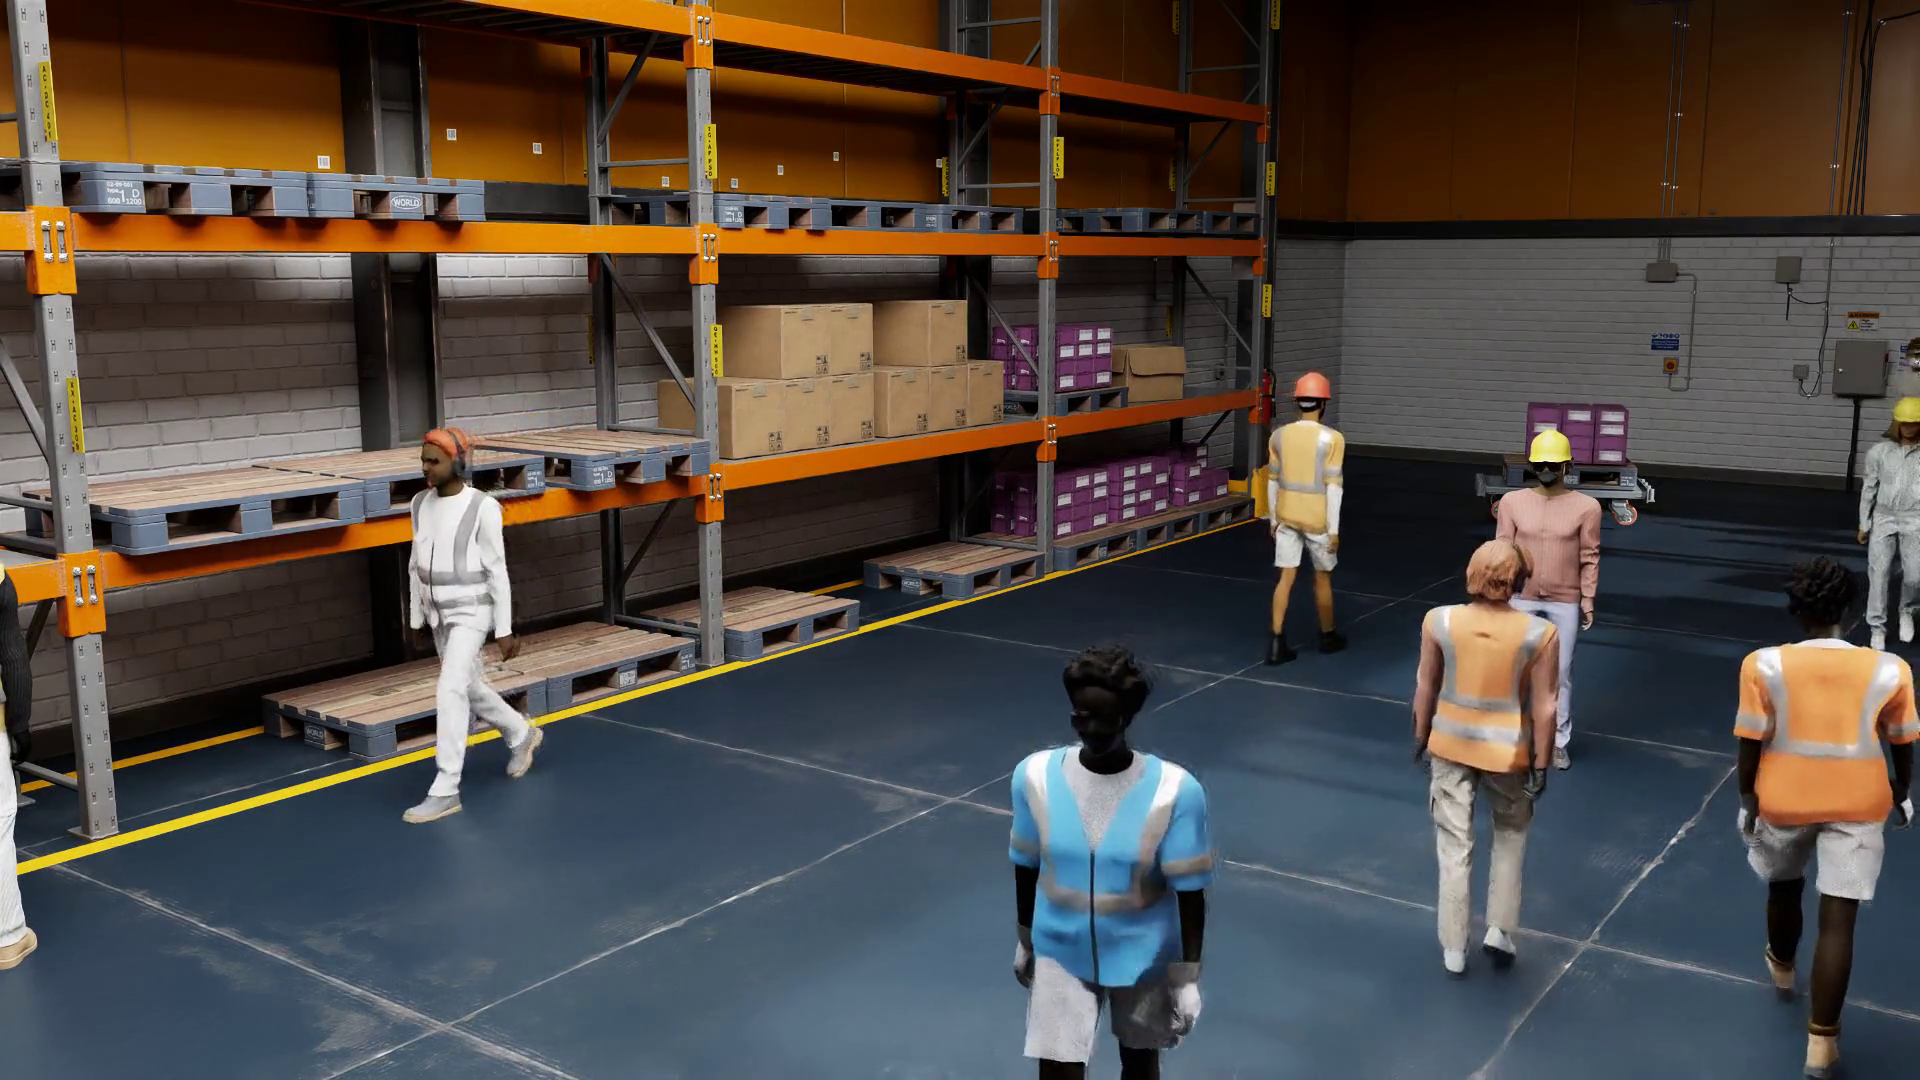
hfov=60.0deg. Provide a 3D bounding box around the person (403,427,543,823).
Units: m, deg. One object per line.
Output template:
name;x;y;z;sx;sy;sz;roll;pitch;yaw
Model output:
person;-2.376;0.364;8.077;0.587;1.854;0.906;6;11;33

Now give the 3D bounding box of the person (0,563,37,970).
person;-3.729;0.698;6.077;0.625;1.844;0.429;-4;11;-25

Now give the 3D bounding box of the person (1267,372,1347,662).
person;2.282;-0.148;10.940;0.560;1.915;0.739;7;12;38

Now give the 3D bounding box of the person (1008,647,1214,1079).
person;0.372;1.089;4.300;0.551;1.644;0.861;3;10;16

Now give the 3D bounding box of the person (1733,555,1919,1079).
person;2.890;0.871;5.583;0.547;1.642;0.897;5;11;28

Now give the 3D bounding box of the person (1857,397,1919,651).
person;6.312;-0.103;11.170;0.501;1.728;0.409;5;11;27

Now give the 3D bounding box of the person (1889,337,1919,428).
person;9.095;-0.959;15.743;0.474;1.909;0.648;-6;11;-32

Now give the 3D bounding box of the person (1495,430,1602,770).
person;3.020;0.309;8.617;0.533;1.768;0.310;4;10;24

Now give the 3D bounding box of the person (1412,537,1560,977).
person;1.927;0.795;6.149;0.525;1.621;0.474;4;10;23
